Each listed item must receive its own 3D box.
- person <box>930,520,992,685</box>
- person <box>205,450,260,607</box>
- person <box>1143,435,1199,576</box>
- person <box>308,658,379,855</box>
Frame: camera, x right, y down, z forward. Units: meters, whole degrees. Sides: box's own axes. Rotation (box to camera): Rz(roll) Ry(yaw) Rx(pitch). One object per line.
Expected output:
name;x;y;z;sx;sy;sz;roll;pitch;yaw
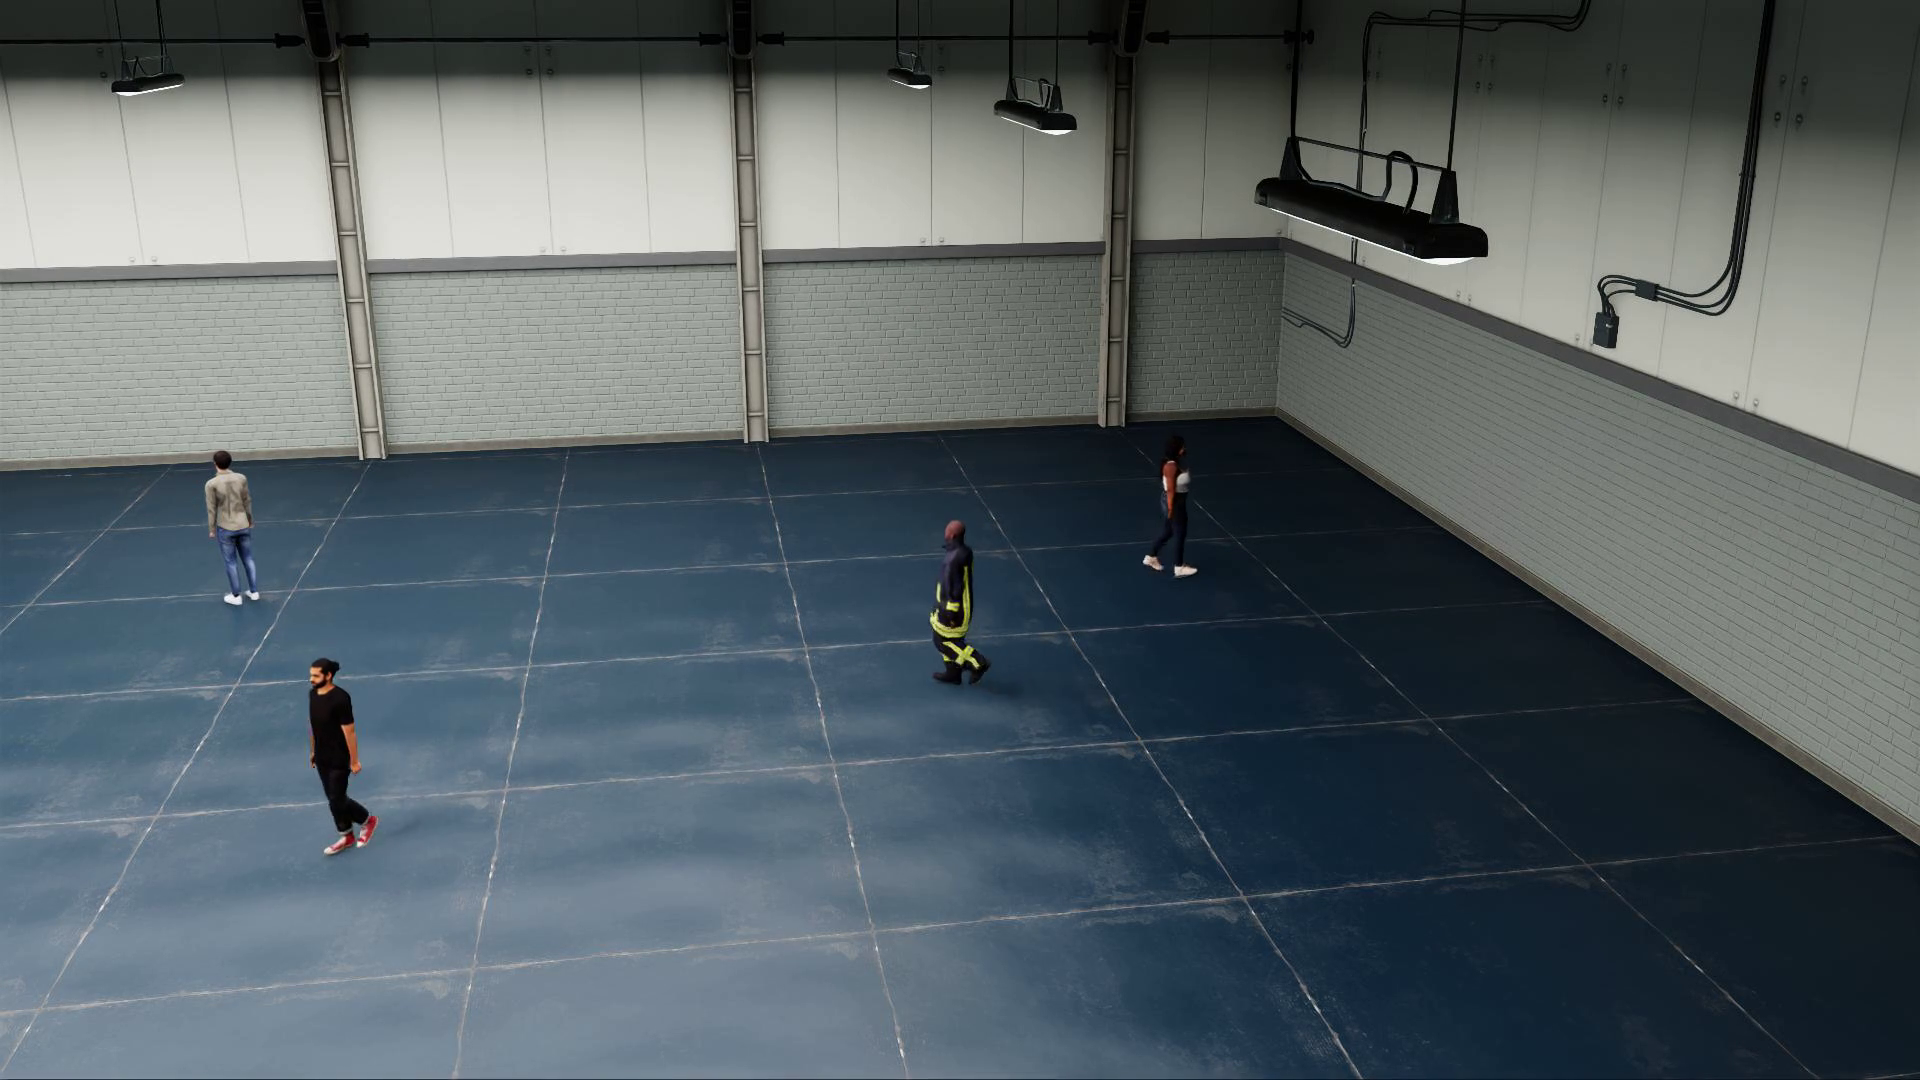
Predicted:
person;0.023;0.668;17.226;1.100;1.809;0.991;6;19;19
person;-8.592;-0.150;19.648;0.842;1.864;0.756;15;23;38
person;2.600;-0.438;20.626;0.992;1.806;0.792;1;18;2
person;-5.168;1.774;13.925;0.802;1.750;0.860;13;22;35
